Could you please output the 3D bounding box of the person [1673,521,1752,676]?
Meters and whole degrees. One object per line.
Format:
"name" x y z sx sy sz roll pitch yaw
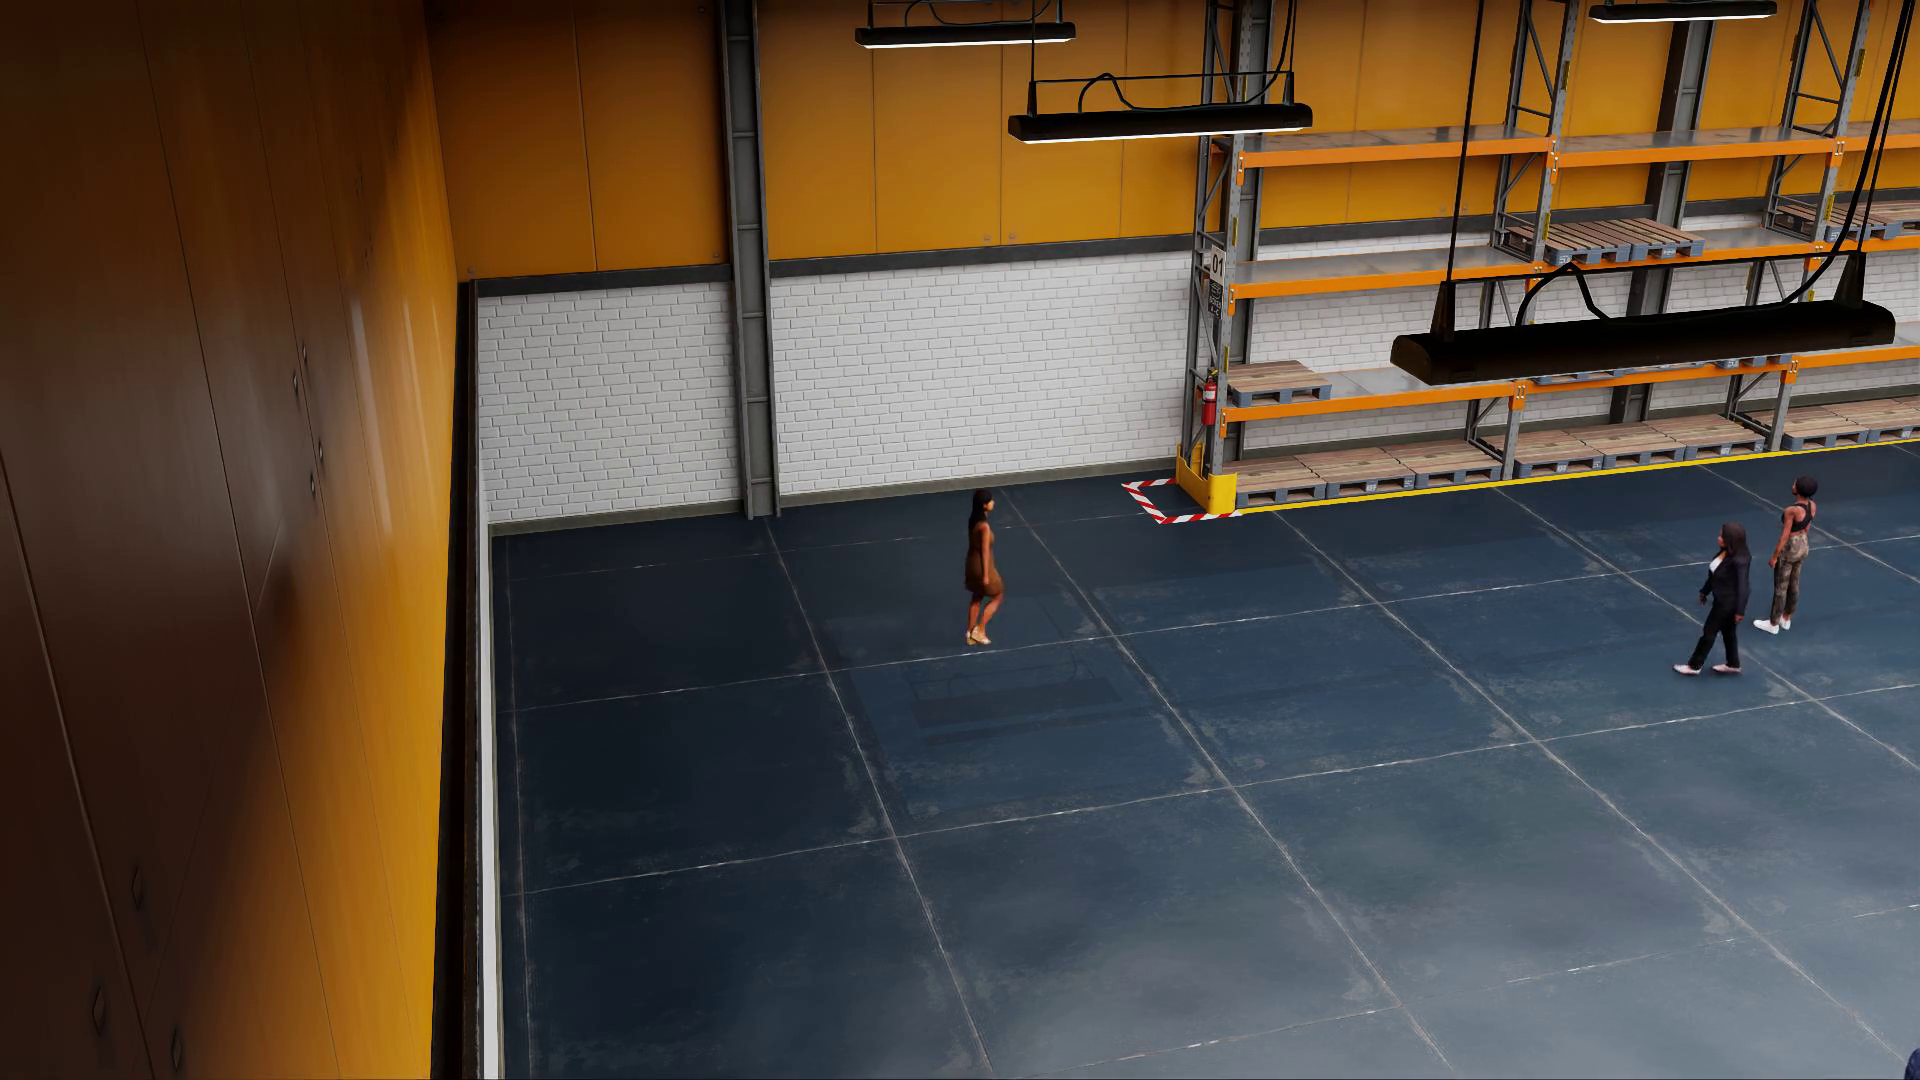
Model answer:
"person" 7.487 0.587 16.033 1.004 1.586 0.835 2 24 5

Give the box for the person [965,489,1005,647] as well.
"person" 0.131 0.309 16.556 0.571 1.677 0.586 -7 24 -15

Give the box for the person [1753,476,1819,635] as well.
"person" 8.460 0.133 16.929 0.542 1.701 0.680 -12 26 -26
